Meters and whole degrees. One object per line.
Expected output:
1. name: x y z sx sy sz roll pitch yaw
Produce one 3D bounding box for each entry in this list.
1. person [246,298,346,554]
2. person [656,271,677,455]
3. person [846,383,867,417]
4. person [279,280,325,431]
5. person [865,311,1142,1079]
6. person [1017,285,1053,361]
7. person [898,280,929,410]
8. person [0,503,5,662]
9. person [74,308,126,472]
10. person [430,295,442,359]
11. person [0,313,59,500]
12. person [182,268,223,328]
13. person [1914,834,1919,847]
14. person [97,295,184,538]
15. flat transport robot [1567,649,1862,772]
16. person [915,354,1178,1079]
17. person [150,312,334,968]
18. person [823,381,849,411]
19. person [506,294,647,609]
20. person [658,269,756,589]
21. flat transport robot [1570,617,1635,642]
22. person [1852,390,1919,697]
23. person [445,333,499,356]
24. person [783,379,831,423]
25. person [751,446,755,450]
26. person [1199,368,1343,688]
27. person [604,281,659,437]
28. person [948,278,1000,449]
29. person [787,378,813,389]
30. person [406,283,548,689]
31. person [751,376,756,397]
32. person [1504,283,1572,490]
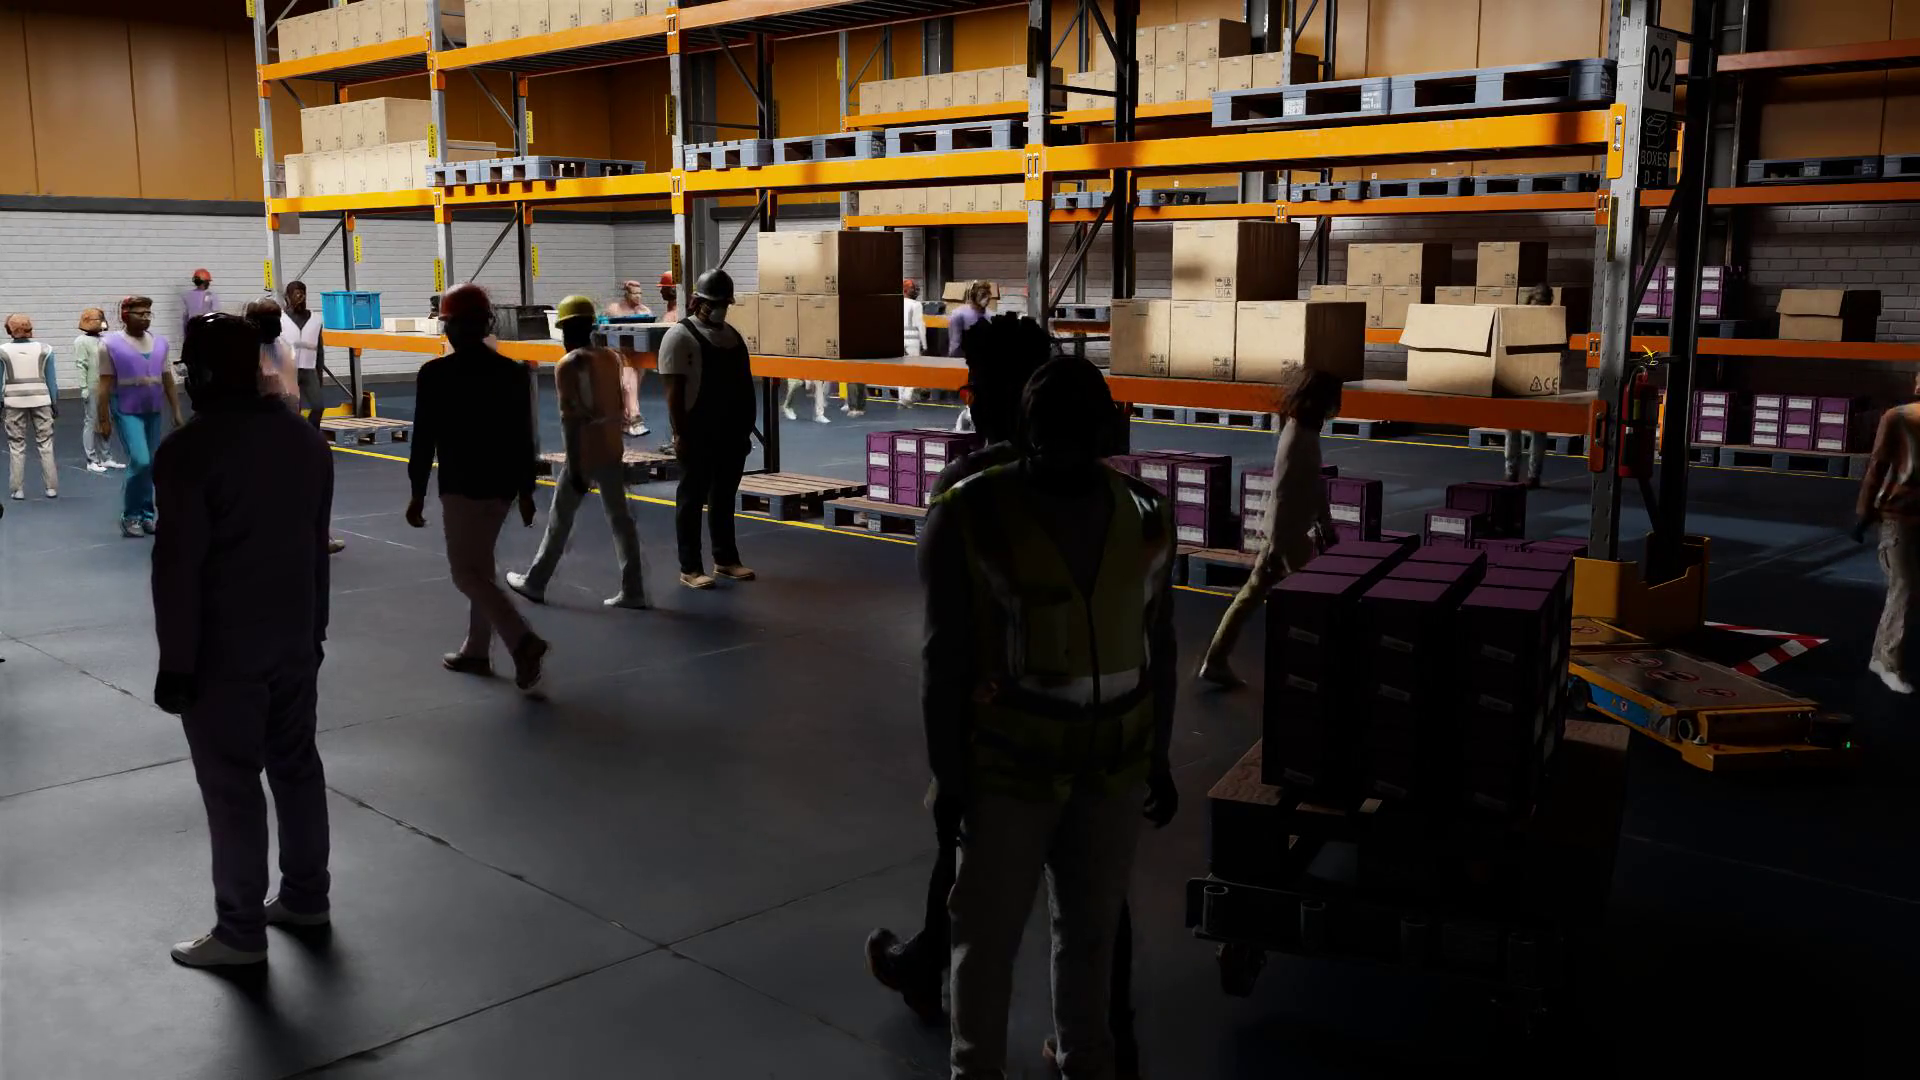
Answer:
1. person: -4.676 -0.746 11.474 0.847 1.812 0.654 4 10 26
2. person: -3.108 -1.928 18.168 0.378 1.996 0.611 -3 10 -17
3. person: -1.438 -2.603 22.842 0.530 1.842 0.506 -3 10 -17
4. person: -6.957 -1.768 17.492 0.589 1.902 0.450 -8 12 -41
5. person: 0.129 0.381 4.265 0.616 1.906 1.000 -8 12 -39
6. person: 0.834 -1.757 17.433 0.562 1.888 0.965 -8 12 -40
7. person: -0.774 -2.803 23.932 0.600 1.867 0.575 8 12 41
8. person: -5.116 -0.219 8.390 0.324 1.769 0.523 7 12 38
9. person: -8.643 -1.507 16.687 0.279 1.636 0.505 1 9 9
10. person: -6.762 -2.333 21.603 0.601 1.672 0.554 0 9 -2
11. person: -8.185 -1.162 14.584 0.518 1.639 0.327 -7 11 -35
12. person: -12.176 -3.374 26.954 0.625 2.024 0.649 2 10 14
13. person: 3.710 0.149 5.844 0.850 1.877 0.601 -6 11 -33
14. person: -6.182 -0.928 12.553 0.488 1.826 0.584 4 10 23
15. flat transport robot: 3.177 0.707 7.289 0.652 0.197 1.431 -1 9 -9
16. person: 0.216 0.511 3.703 0.624 1.841 0.430 -3 10 -20
17. person: -2.119 0.288 4.896 0.404 1.899 0.631 3 10 17
18. person: -1.777 -2.764 23.871 0.530 1.805 0.991 -5 11 -28
19. person: -2.287 -0.517 9.937 0.968 1.864 0.582 5 11 29
20. person: -1.549 -0.720 10.626 0.535 2.000 0.673 6 11 34
21. flat transport robot: 2.735 0.550 8.252 1.431 0.197 0.652 -1 9 -9
22. person: 4.599 -0.069 7.927 0.539 1.607 0.672 -1 9 -5
23. person: -4.467 -1.345 15.307 0.540 1.754 0.460 -8 12 -42
24. person: -2.060 -2.477 22.041 0.527 1.841 0.908 -8 12 -39
25. person: -2.754 -1.926 18.487 0.826 1.896 0.589 2 9 11
26. person: 1.525 -0.016 7.748 0.874 1.571 0.500 2 10 14
27. person: -3.881 -2.171 20.034 0.911 1.863 0.667 9 13 43
28. person: 0.167 -1.671 16.783 0.637 1.928 0.472 -6 11 -34
29. person: -2.712 -3.441 27.923 0.626 1.844 0.429 -1 9 -3
30. person: -2.282 -0.256 8.039 0.856 1.964 0.610 6 11 34
31. person: -2.268 -1.495 16.361 0.429 1.720 0.482 7 12 37
32. person: 5.219 -1.381 15.106 0.646 1.895 0.605 6 11 32
